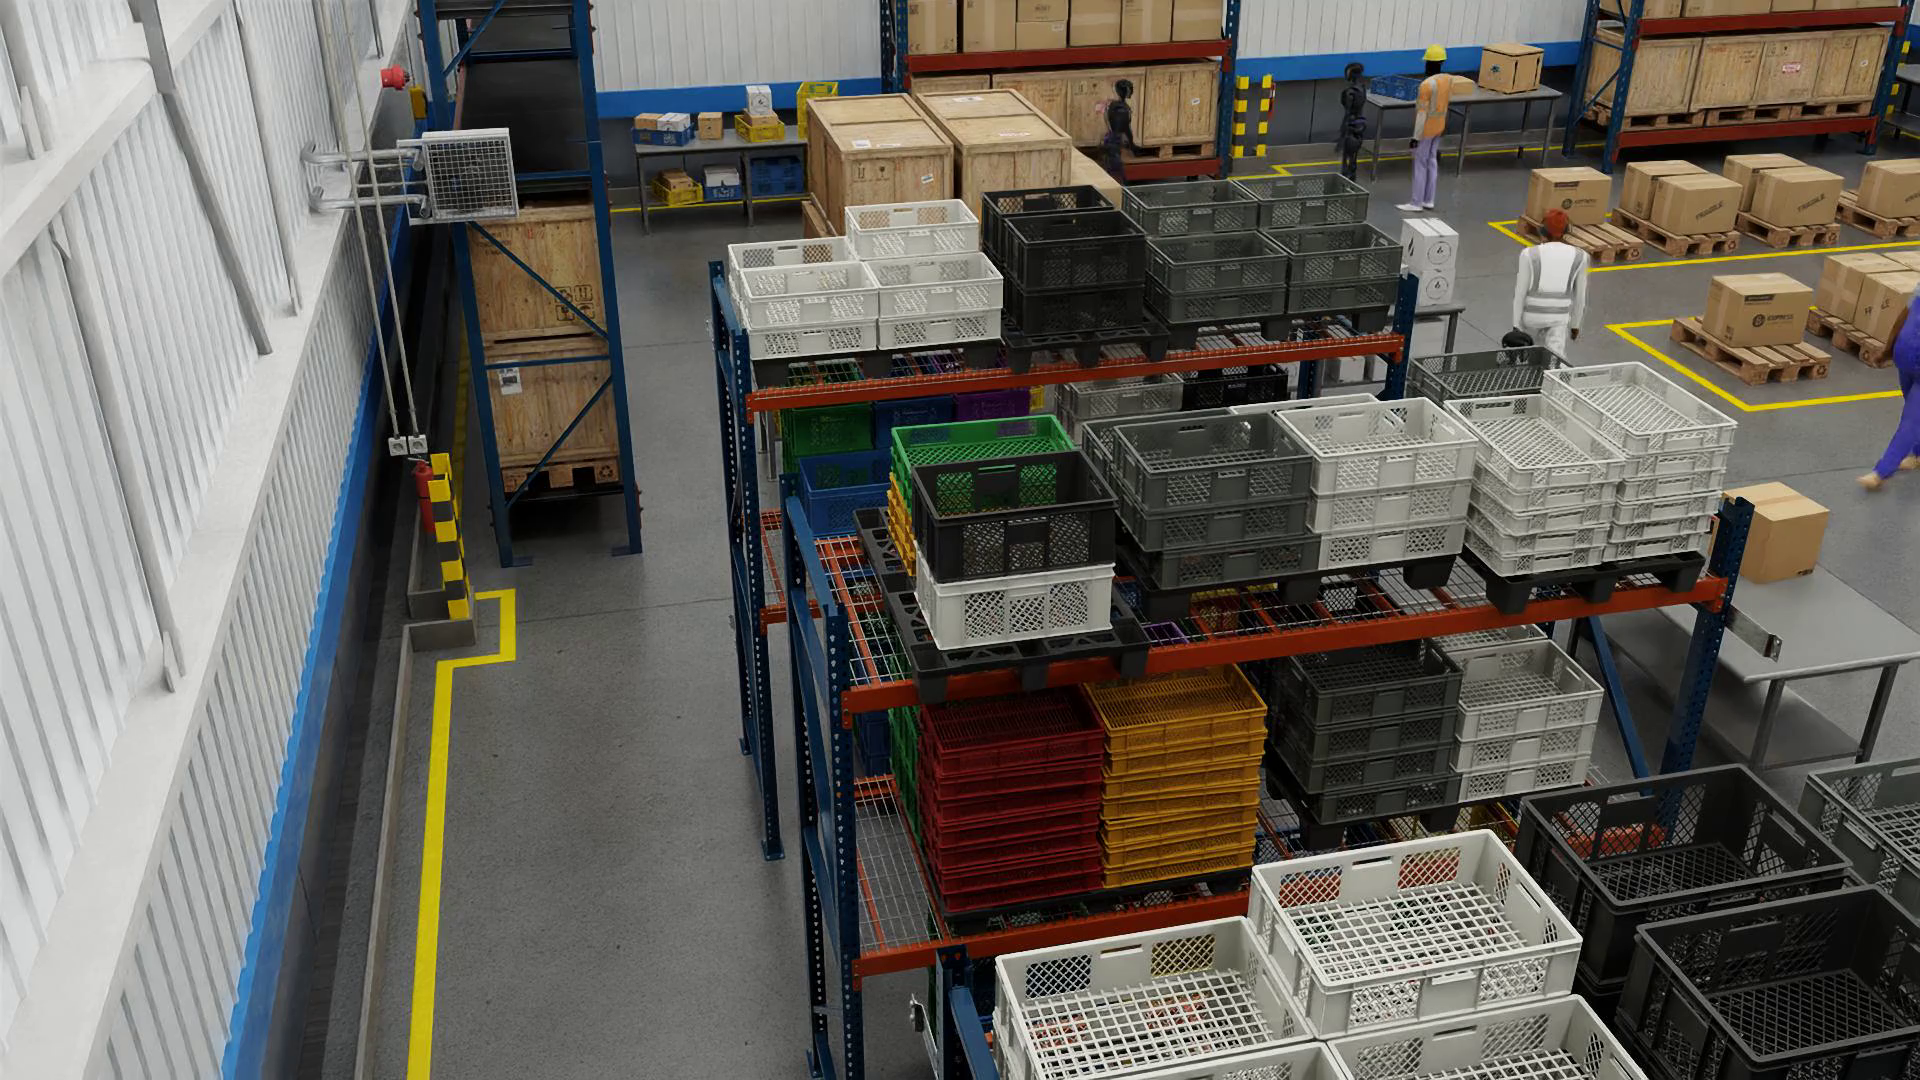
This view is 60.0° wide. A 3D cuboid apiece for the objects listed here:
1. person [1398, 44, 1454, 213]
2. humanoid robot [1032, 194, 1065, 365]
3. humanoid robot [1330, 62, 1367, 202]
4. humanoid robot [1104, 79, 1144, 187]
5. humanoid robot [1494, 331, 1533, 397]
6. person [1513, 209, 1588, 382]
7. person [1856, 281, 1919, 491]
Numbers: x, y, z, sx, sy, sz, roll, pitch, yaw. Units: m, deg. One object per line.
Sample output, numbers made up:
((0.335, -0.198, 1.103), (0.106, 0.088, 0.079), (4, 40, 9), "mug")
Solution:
((5.427, -4.774, 19.330), (0.590, 1.925, 0.376), (-25, 37, -39), "person")
((0.767, -2.277, 14.872), (0.573, 1.642, 0.590), (3, 28, 5), "humanoid robot")
((4.603, -4.791, 19.632), (0.334, 1.652, 0.597), (11, 30, 20), "humanoid robot")
((1.742, -4.454, 19.051), (0.765, 1.648, 0.561), (2, 28, 3), "humanoid robot")
((3.834, -0.711, 11.882), (0.329, 1.651, 0.565), (7, 29, 13), "humanoid robot")
((4.925, -1.851, 13.940), (0.591, 1.792, 1.158), (4, 28, 7), "person")
((7.445, -1.400, 12.805), (0.978, 2.000, 0.684), (-7, 29, -13), "person")
